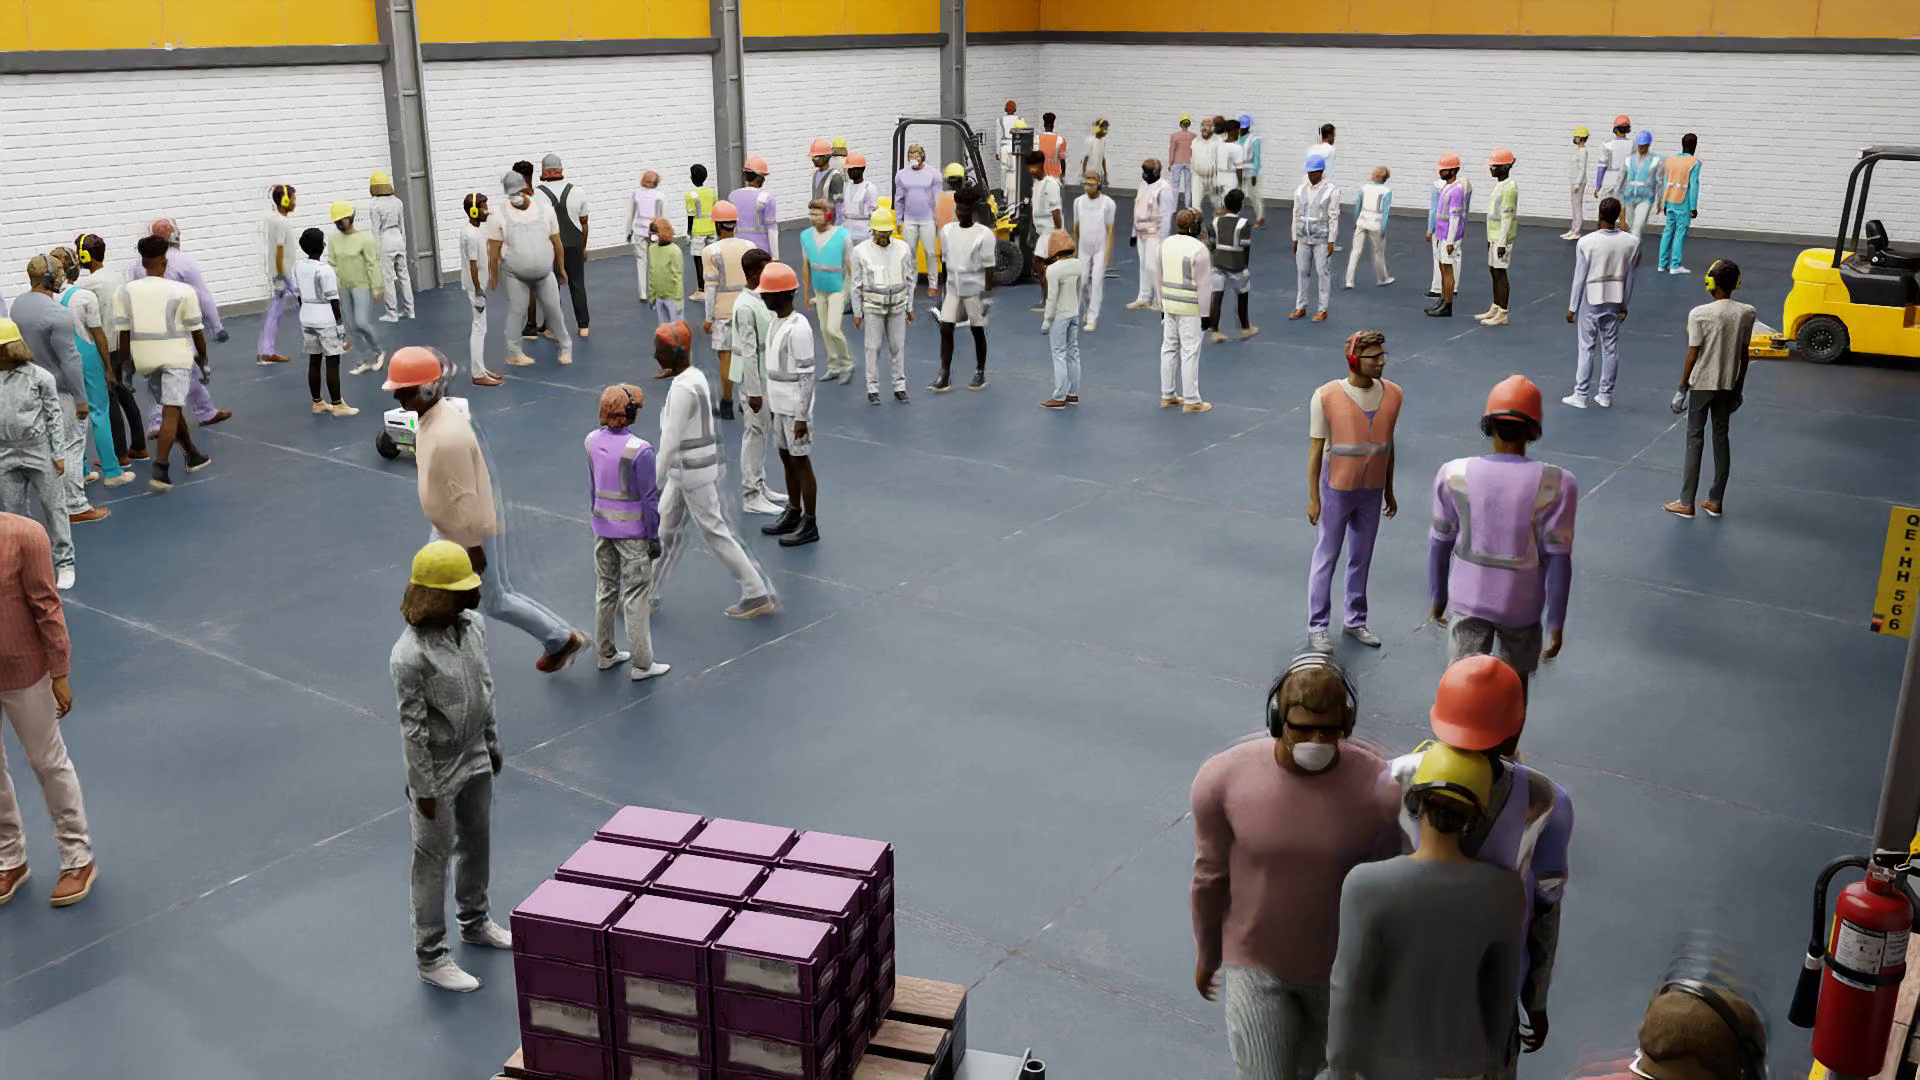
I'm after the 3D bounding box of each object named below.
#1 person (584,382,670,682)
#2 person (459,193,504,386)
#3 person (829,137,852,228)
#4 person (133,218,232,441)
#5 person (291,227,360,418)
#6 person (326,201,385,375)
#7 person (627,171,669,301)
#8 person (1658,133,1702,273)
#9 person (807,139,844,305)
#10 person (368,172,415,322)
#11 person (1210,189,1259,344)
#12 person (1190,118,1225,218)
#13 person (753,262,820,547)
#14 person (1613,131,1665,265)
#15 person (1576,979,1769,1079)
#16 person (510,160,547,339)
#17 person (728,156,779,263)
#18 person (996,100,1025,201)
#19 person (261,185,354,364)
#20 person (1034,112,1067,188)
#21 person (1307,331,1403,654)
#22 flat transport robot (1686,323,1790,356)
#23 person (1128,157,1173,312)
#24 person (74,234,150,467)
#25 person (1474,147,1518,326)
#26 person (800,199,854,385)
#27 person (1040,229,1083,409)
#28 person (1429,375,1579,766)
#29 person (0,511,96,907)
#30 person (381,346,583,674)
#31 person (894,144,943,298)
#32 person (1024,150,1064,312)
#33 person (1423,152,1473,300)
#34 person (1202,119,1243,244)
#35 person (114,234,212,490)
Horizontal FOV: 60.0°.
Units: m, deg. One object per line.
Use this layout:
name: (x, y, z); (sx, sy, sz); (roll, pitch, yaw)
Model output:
person: (-1.828, -0.042, 9.057); (0.513, 1.631, 0.318); (13, 22, 35)
person: (-4.664, -2.424, 16.137); (0.325, 1.861, 0.512); (-6, 19, -17)
person: (-1.791, -5.095, 24.693); (0.490, 1.734, 0.340); (10, 20, 28)
person: (-6.696, -1.803, 14.206); (0.639, 1.861, 1.002); (8, 19, 24)
person: (-5.697, -1.935, 14.860); (0.536, 1.700, 0.318); (10, 20, 29)
person: (-6.052, -2.503, 16.580); (0.523, 1.741, 0.364); (6, 19, 19)
person: (-3.928, -3.846, 20.994); (0.590, 1.587, 0.806); (1, 18, 4)
person: (9.963, -4.660, 23.049); (0.400, 1.910, 0.592); (-6, 19, -19)
person: (-1.663, -3.865, 20.345); (0.395, 2.038, 0.615); (-12, 21, -34)
person: (-6.707, -3.435, 19.501); (0.326, 1.737, 0.488); (9, 20, 27)
person: (3.027, -3.009, 18.253); (0.553, 1.663, 0.769); (15, 23, 38)
person: (4.042, -5.924, 27.076); (0.633, 1.871, 0.995); (9, 20, 26)
person: (-1.177, -0.915, 11.291); (0.375, 1.934, 0.548); (-9, 20, -25)
person: (9.547, -4.809, 23.529); (0.649, 1.889, 1.004); (16, 24, 41)
person: (1.431, 1.677, 3.295); (0.636, 1.900, 1.001); (15, 23, 38)
person: (-4.762, -3.225, 18.488); (0.384, 1.956, 0.606); (9, 20, 27)
person: (-2.215, -3.142, 18.114); (0.611, 2.030, 0.410); (10, 20, 28)
person: (0.965, -7.395, 31.643); (0.573, 1.883, 0.354); (0, 18, 0)
person: (-6.861, -2.738, 17.189); (0.963, 1.811, 0.547); (-10, 20, -29)
person: (1.421, -5.919, 26.916); (0.599, 1.958, 0.388); (1, 18, 4)
person: (2.216, -0.279, 9.437); (0.569, 1.848, 0.378); (-7, 19, -20)
flat transport robot: (8.455, -2.233, 18.103); (0.652, 0.197, 1.431); (2, 18, 7)
person: (2.314, -3.701, 20.166); (0.430, 1.845, 0.638); (-7, 19, -21)
person: (-6.801, -1.506, 13.278); (0.333, 1.856, 0.526); (2, 18, 6)
person: (6.199, -3.496, 19.215); (0.418, 2.034, 0.604); (1, 18, 4)
person: (-1.261, -2.408, 16.179); (0.585, 1.809, 0.508); (11, 21, 31)
person: (0.931, -2.022, 15.238); (0.278, 1.633, 0.498); (14, 23, 37)
person: (2.436, 0.245, 7.513); (0.621, 2.015, 0.886); (8, 19, 24)
person: (-3.890, 0.542, 6.668); (0.625, 1.980, 0.411); (-2, 18, -6)
person: (-2.510, -0.088, 8.705); (0.928, 1.947, 0.624); (-13, 22, -34)
person: (-0.525, -4.041, 21.092); (0.635, 1.927, 0.377); (4, 18, 14)
person: (1.003, -3.716, 20.054); (0.607, 1.927, 0.638); (-4, 18, -12)
person: (6.122, -3.943, 20.938); (0.589, 1.827, 0.404); (-6, 19, -19)
person: (4.083, -5.497, 25.626); (0.811, 1.939, 0.607); (-10, 20, -27)
person: (-6.121, -1.366, 12.754); (0.617, 1.912, 0.991); (0, 18, 1)
